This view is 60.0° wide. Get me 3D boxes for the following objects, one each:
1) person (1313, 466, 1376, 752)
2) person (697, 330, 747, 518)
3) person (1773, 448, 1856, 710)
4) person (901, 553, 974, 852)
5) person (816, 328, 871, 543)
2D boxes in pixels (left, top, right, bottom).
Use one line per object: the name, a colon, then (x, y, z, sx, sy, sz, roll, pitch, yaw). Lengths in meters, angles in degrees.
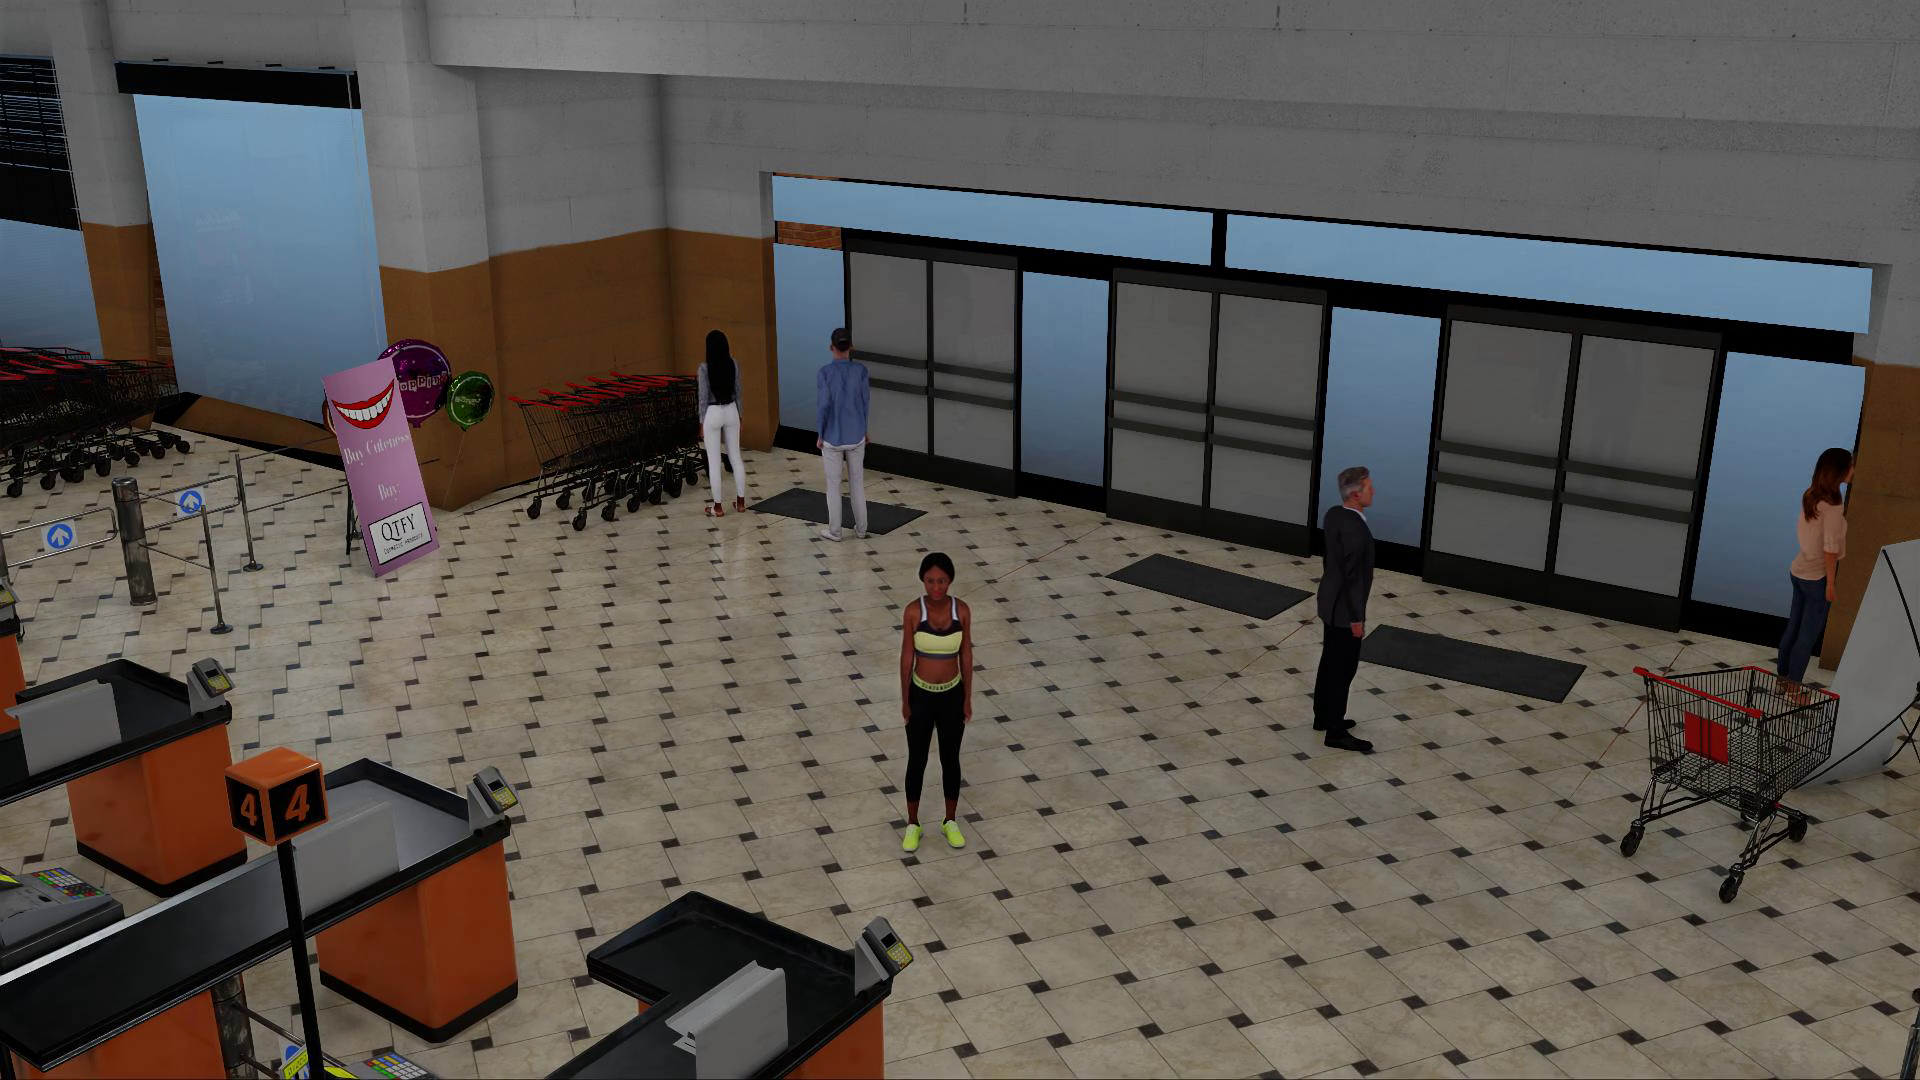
person: (2.454, 0.408, 10.603, 0.873, 1.842, 0.774, 0, 19, -1)
person: (-2.183, -1.075, 15.187, 0.586, 1.724, 0.720, -11, 21, -29)
person: (5.730, 0.243, 11.172, 0.728, 1.792, 0.619, 2, 19, 5)
person: (-0.136, 0.892, 9.306, 0.636, 1.753, 0.685, -2, 19, -6)
person: (-1.020, -0.917, 14.460, 0.681, 1.888, 0.802, -8, 20, -23)
